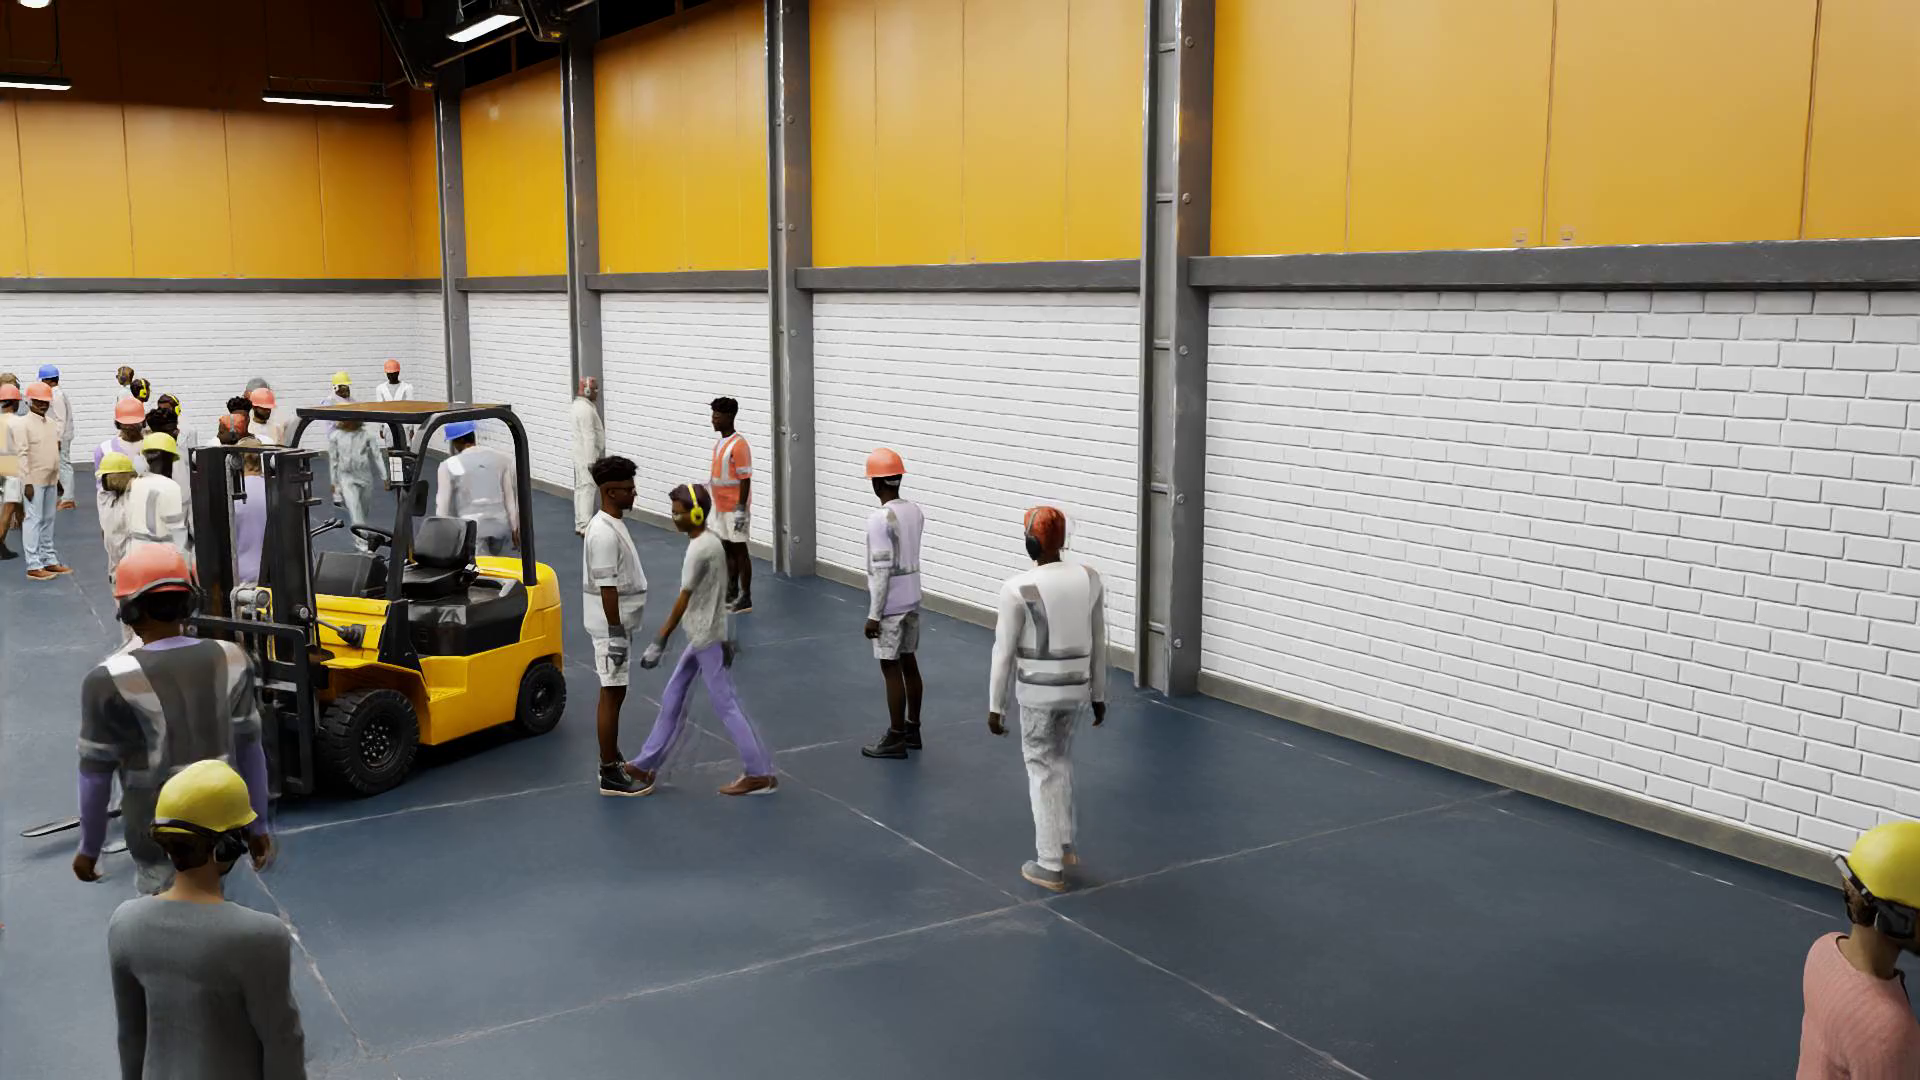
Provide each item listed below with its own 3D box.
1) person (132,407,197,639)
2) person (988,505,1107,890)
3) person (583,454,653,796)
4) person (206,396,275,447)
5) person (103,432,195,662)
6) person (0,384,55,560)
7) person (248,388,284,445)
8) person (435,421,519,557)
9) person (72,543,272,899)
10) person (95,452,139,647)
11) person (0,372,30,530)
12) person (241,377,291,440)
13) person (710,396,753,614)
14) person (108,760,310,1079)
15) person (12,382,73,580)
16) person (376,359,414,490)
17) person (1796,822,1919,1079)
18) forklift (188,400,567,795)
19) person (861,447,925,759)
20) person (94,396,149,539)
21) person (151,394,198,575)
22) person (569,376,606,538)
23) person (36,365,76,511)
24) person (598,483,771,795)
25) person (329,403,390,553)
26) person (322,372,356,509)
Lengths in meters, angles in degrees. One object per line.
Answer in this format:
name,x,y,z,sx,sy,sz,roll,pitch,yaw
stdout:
person,-6.469,-0.109,13.588,0.368,1.966,0.602,1,8,4
person,0.402,0.754,8.112,0.606,1.862,0.529,-5,10,-31
person,-1.982,0.483,9.597,0.367,1.967,0.606,-2,9,-11
person,-6.427,-0.309,14.935,0.606,1.966,0.367,-4,9,-26
person,-5.817,0.181,11.921,0.634,1.880,0.705,7,11,41
person,-10.314,-0.755,18.215,0.569,1.883,0.993,3,9,18
person,-7.095,-0.588,16.958,0.390,1.925,0.550,6,11,37
person,-3.970,-0.073,13.588,0.639,1.891,0.814,-8,12,-44
person,-2.766,1.017,5.841,0.549,2.014,0.598,4,9,26
person,-6.037,0.231,12.046,0.492,1.742,0.321,7,11,38
person,-11.521,-1.080,20.283,0.639,1.927,0.387,-6,10,-34
person,-7.728,-0.853,18.353,0.686,2.000,1.097,-7,11,-38
person,-2.068,-0.320,15.007,0.368,1.965,0.609,-4,9,-27
person,-1.810,1.408,4.072,0.529,1.761,0.340,3,9,20
person,-9.288,-0.603,16.835,0.392,1.990,0.612,0,8,3
person,-8.250,-1.681,24.333,0.539,1.929,0.387,-1,8,-4
person,1.993,1.468,3.676,0.343,1.755,0.531,2,9,13
forklift,-3.529,0.258,10.348,1.214,2.155,2.313,4,9,25
person,-0.435,0.392,10.317,0.376,1.934,0.547,4,9,26
person,-6.877,-0.191,13.942,0.614,2.031,0.402,-6,10,-34
person,-8.016,-0.562,17.025,0.512,1.857,0.325,1,8,4
person,-4.387,-0.979,19.663,0.403,1.904,0.651,-4,9,-23
person,-11.975,-1.354,22.069,0.402,1.940,0.602,-5,10,-28
person,-1.567,0.584,9.467,1.022,1.804,0.491,-1,9,-7
person,-6.616,-0.670,18.311,0.590,1.675,0.919,-4,9,-27
person,-8.269,-1.341,22.335,0.404,1.833,0.589,2,9,15
